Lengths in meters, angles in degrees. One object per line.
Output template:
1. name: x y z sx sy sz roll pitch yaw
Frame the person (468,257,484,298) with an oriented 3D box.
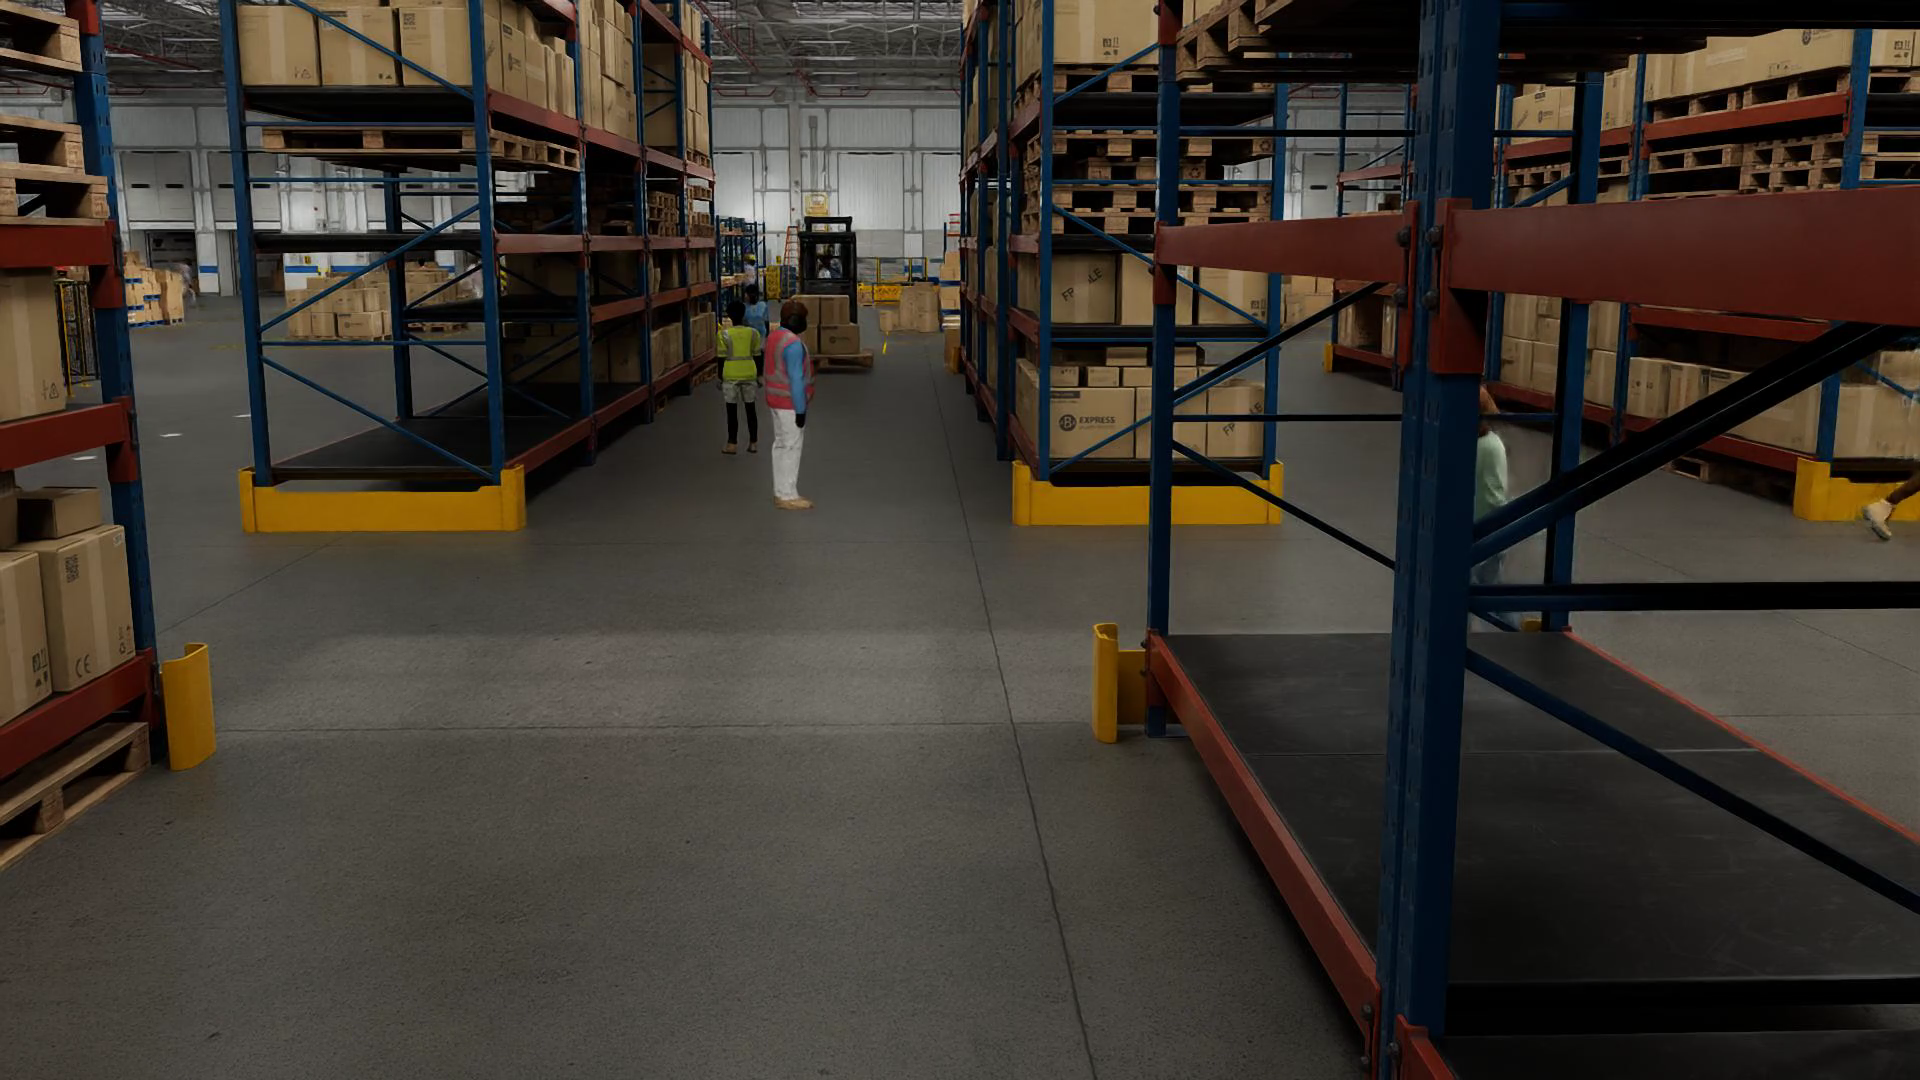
1. person: -14.671 -7.750 51.032 0.896 1.895 0.644 6 12 32

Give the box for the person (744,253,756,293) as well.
1. person: -8.106 -10.080 63.954 0.562 1.913 0.566 -5 11 -26

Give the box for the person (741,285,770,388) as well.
1. person: -3.338 -3.282 26.837 0.546 1.648 0.883 -1 10 -5

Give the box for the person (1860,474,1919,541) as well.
1. person: 7.512 -0.919 12.725 0.964 2.004 0.620 6 12 31

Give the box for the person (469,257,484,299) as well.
1. person: -15.094 -7.930 52.139 0.993 1.883 0.646 -1 10 -4

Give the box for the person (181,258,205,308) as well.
1. person: -27.145 -9.029 58.526 0.985 1.767 0.634 -3 10 -14

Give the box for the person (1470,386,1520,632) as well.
1. person: 2.720 -0.037 8.938 0.857 1.583 0.526 0 10 -3

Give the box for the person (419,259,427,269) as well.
1. person: -20.267 -9.759 62.791 0.318 1.696 0.532 0 10 2

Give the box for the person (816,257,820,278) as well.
1. person: -5.195 -9.235 59.486 0.502 1.832 0.401 -10 14 -43

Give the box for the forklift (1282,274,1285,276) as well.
1. forklift: 12.240 -10.302 62.509 1.129 2.768 1.873 0 10 -2

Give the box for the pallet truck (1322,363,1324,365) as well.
1. pallet truck: 7.712 -4.157 30.737 1.885 1.965 0.823 3 11 16

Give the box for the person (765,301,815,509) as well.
1. person: -1.488 -1.179 14.632 0.430 1.832 0.634 -4 11 -23

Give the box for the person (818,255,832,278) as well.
1. person: -3.717 -6.912 46.173 0.361 1.964 0.613 -5 12 -28

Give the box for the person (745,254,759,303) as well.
1. person: -6.897 -8.556 55.475 0.533 1.907 0.623 1 10 3

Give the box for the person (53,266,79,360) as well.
1. person: -17.715 -4.525 32.953 0.544 1.939 0.354 -6 12 -30

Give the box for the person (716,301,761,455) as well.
1. person: -2.447 -1.792 18.394 0.537 1.699 0.317 -6 12 -30

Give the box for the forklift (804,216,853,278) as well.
1. forklift: -2.549 -4.920 32.528 1.129 2.768 1.873 0 10 -2
